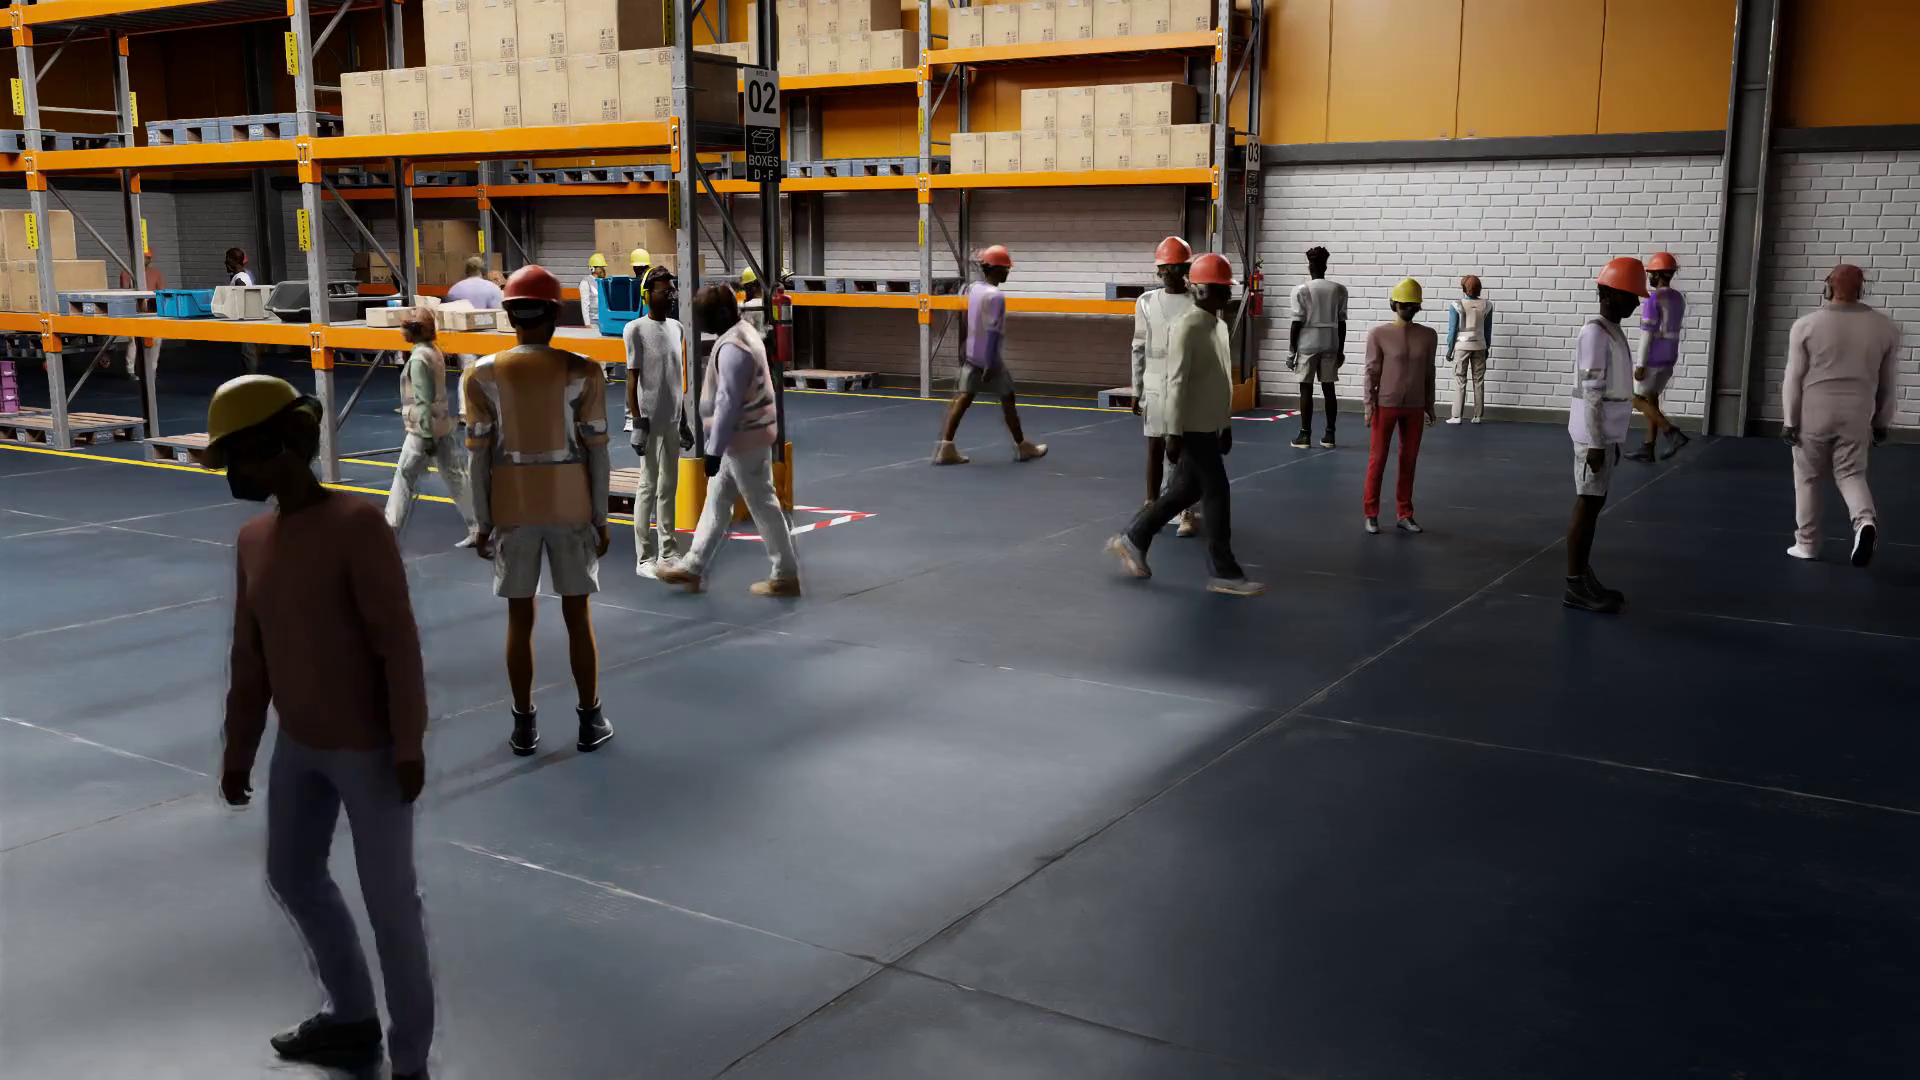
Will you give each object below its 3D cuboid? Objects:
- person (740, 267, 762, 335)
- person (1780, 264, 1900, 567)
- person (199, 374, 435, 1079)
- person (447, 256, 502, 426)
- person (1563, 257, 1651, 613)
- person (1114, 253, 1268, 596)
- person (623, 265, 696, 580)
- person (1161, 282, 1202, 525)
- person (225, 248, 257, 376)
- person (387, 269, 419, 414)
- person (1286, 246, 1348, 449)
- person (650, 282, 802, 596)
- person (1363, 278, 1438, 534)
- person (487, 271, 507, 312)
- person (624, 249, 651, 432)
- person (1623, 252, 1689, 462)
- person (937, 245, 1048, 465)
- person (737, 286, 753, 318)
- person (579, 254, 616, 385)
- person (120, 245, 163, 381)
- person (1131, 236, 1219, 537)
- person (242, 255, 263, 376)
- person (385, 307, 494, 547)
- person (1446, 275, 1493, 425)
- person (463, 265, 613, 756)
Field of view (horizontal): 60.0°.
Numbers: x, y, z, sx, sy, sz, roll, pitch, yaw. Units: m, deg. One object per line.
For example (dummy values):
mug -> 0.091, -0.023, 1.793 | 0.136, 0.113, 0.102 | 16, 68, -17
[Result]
person -> -2.003, -1.809, 16.438 | 0.322, 1.761, 0.522 | 6, 12, 28
person -> 5.431, -0.756, 10.275 | 0.649, 1.883, 0.749 | 1, 10, 8
person -> -1.461, 0.480, 3.874 | 0.640, 1.718, 0.333 | 6, 12, 30
person -> -5.301, -2.155, 18.125 | 0.639, 1.861, 1.092 | 0, 10, 0
person -> 3.542, -0.574, 9.124 | 0.374, 1.928, 0.543 | 6, 12, 28
person -> 1.334, -0.681, 9.665 | 0.954, 1.965, 0.629 | 6, 12, 29
person -> -1.791, -0.704, 10.008 | 0.328, 1.872, 0.514 | 5, 12, 28
person -> 1.603, -0.985, 11.912 | 0.294, 1.744, 0.486 | 3, 11, 16
person -> -9.268, -2.800, 21.482 | 0.391, 1.920, 0.593 | -5, 11, -25
person -> -6.466, -2.320, 19.427 | 0.321, 1.699, 0.537 | 5, 11, 25
person -> 3.471, -1.870, 16.204 | 0.613, 1.962, 0.364 | -3, 11, -14
person -> -1.330, -0.546, 9.358 | 0.922, 1.786, 0.685 | -1, 10, -5
person -> 3.041, -0.915, 11.470 | 0.533, 1.765, 0.329 | -2, 10, -10
person -> -6.031, -2.714, 21.828 | 0.289, 1.626, 0.498 | -1, 10, -6
person -> -3.365, -2.111, 17.639 | 0.584, 1.928, 0.373 | -2, 10, -13
person -> 6.349, -1.639, 15.053 | 0.556, 1.919, 0.557 | -8, 13, -38
person -> 0.262, -1.660, 15.046 | 1.103, 1.980, 0.610 | -5, 12, -28
person -> -2.161, -1.900, 17.179 | 0.552, 1.657, 0.702 | -5, 11, -26
person -> -5.026, -3.058, 23.149 | 0.404, 1.834, 0.591 | 5, 11, 26
person -> -11.837, -3.292, 24.096 | 0.462, 1.959, 0.648 | 6, 12, 32
person -> 1.452, -1.038, 11.375 | 0.607, 2.044, 0.378 | 5, 11, 24
person -> -10.530, -3.323, 24.506 | 0.415, 1.891, 0.736 | -4, 11, -22
person -> -3.481, -0.711, 10.810 | 0.833, 1.596, 0.518 | 0, 10, 0
person -> 5.592, -2.082, 18.267 | 0.513, 1.645, 0.307 | -2, 10, -10
person -> -1.647, -0.110, 6.558 | 0.546, 1.926, 0.388 | -1, 10, -7
